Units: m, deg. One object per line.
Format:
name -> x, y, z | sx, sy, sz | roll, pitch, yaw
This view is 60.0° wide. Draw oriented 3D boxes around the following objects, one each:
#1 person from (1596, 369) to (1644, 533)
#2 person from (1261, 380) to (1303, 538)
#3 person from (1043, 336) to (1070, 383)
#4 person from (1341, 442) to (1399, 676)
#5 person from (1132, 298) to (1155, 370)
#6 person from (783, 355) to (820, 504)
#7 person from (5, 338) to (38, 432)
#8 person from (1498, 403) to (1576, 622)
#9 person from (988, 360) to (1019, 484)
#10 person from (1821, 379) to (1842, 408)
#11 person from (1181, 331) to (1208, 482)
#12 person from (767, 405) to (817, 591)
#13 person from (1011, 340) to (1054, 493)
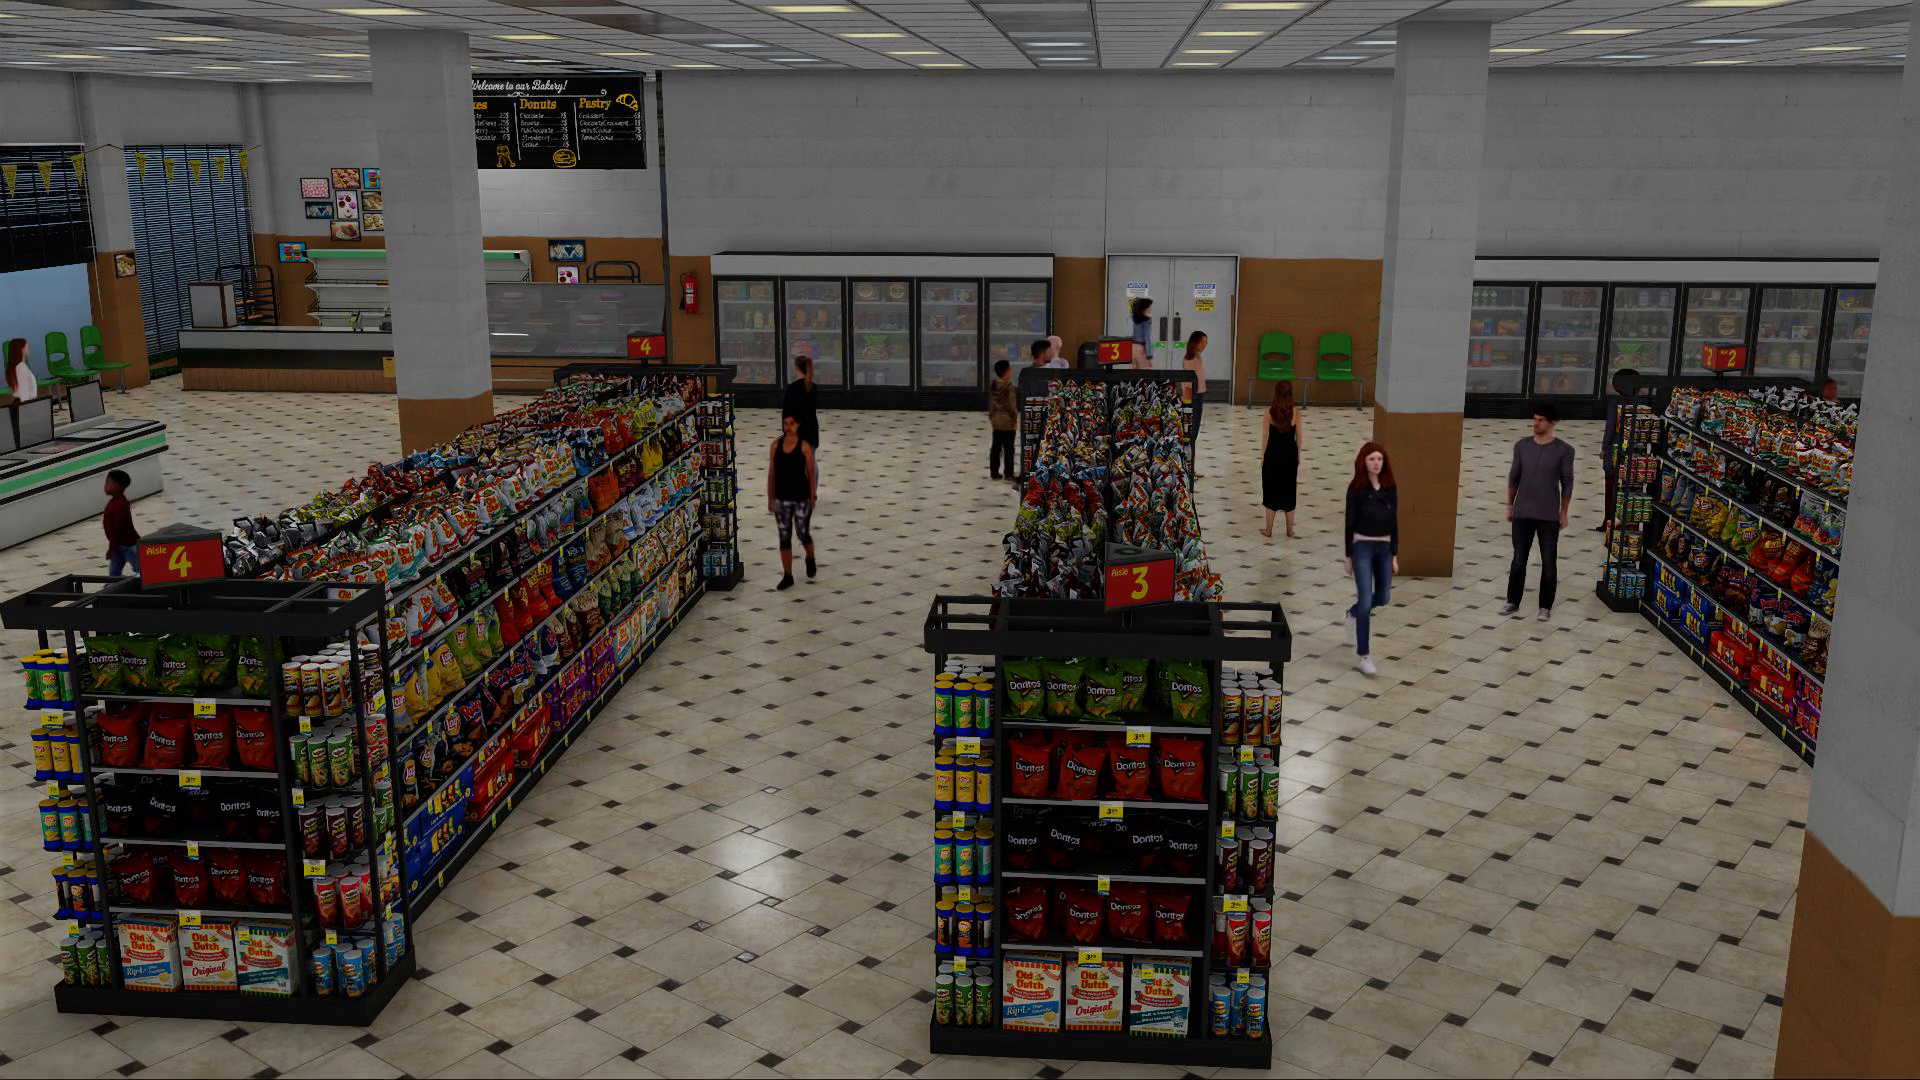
person -> 6.845, -0.921, 17.211 | 0.640, 1.710, 0.619 | -3, 14, -14
person -> 3.290, -0.839, 17.054 | 0.576, 1.625, 0.584 | 0, 14, 0
person -> 1.052, -1.435, 19.060 | 0.800, 1.838, 0.652 | 7, 15, 25
person -> 3.126, 0.121, 12.798 | 0.771, 1.765, 1.037 | -3, 14, -11
person -> 2.621, -2.694, 24.438 | 0.904, 1.751, 0.715 | -10, 17, -36
person -> -1.747, -1.228, 18.536 | 0.779, 1.683, 0.683 | 11, 17, 38
person -> -10.956, -1.434, 19.339 | 1.039, 1.706, 1.220 | 11, 18, 38
person -> 4.918, -0.250, 14.146 | 0.745, 1.851, 0.727 | 9, 16, 34
person -> 0.506, -1.413, 19.782 | 0.681, 1.455, 0.723 | 11, 18, 39
person -> 10.030, -1.226, 19.367 | 0.491, 1.287, 0.790 | 1, 14, 4
person -> 2.775, -1.620, 19.928 | 0.720, 1.789, 0.589 | 7, 15, 27
person -> -1.507, -0.404, 15.185 | 0.691, 1.661, 0.833 | 5, 14, 18
person -> 0.768, -1.270, 18.336 | 0.760, 1.860, 0.692 | 0, 14, 0
